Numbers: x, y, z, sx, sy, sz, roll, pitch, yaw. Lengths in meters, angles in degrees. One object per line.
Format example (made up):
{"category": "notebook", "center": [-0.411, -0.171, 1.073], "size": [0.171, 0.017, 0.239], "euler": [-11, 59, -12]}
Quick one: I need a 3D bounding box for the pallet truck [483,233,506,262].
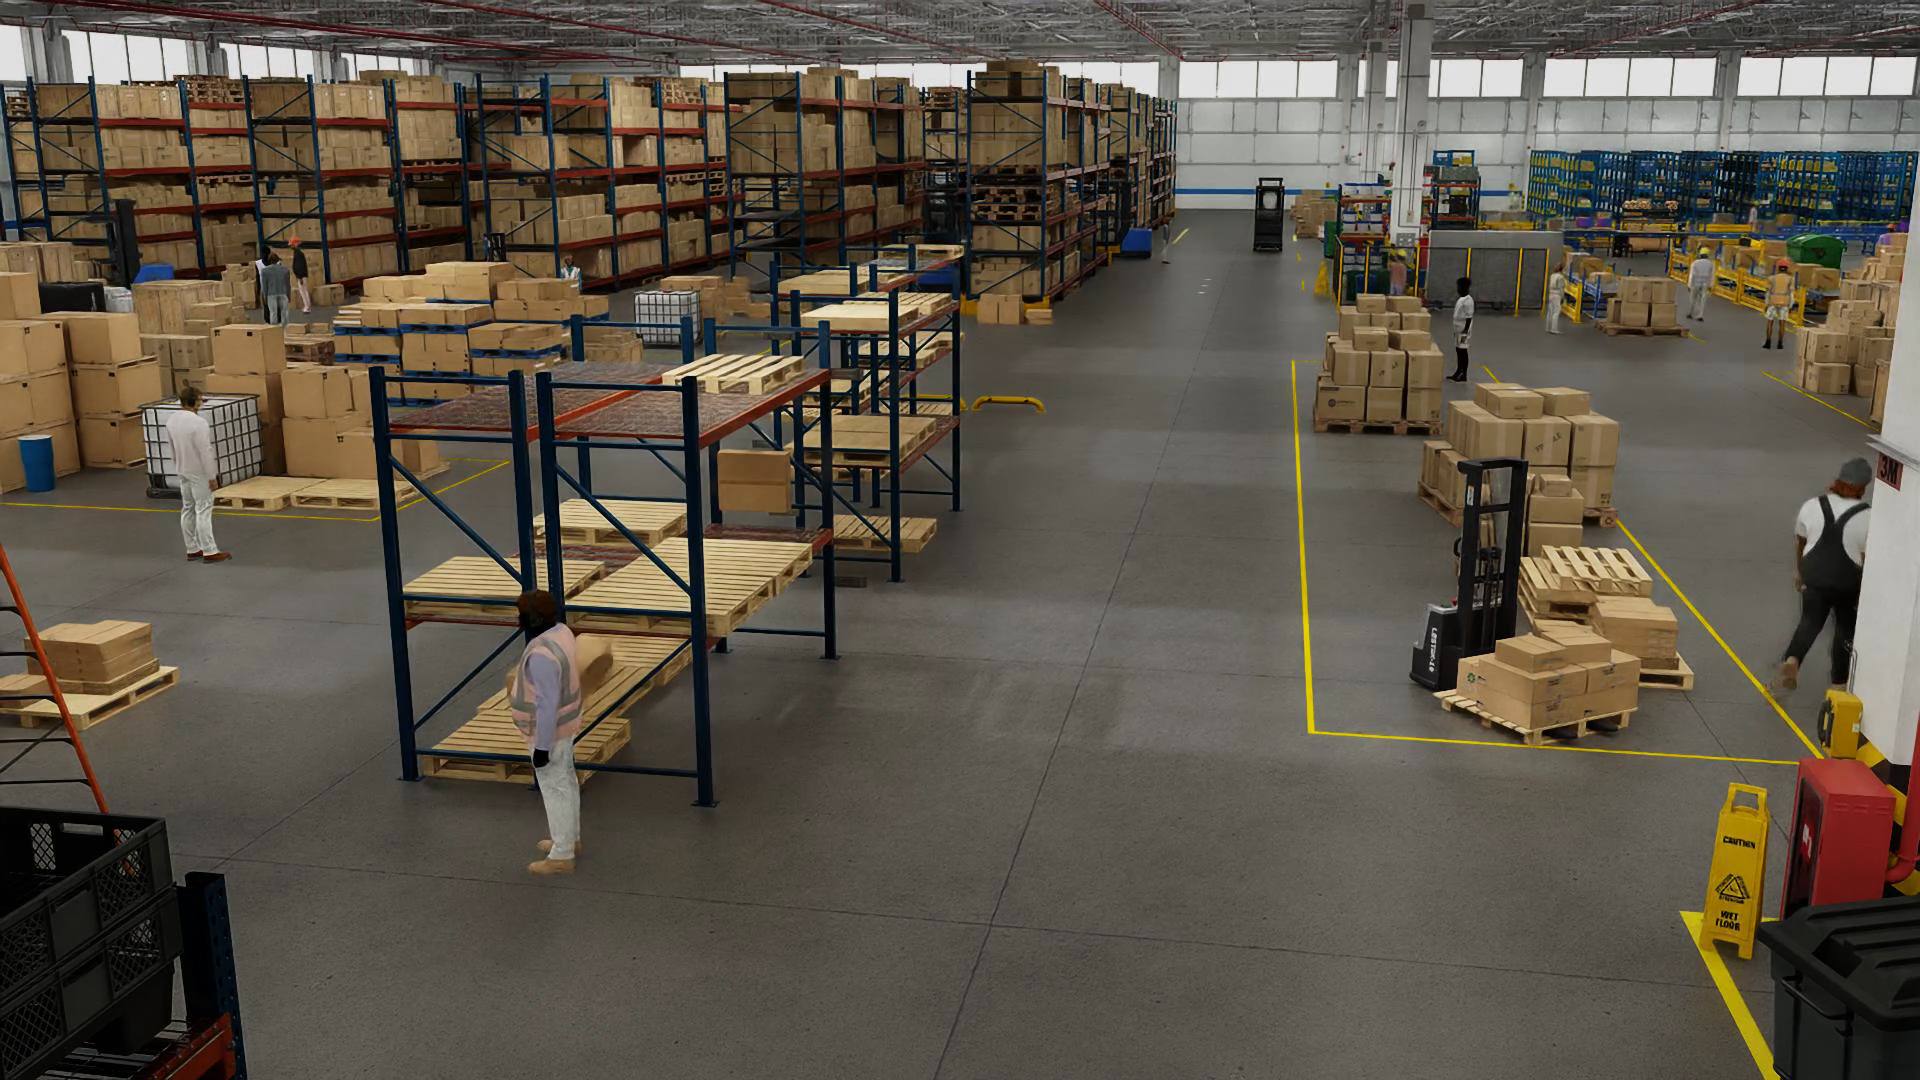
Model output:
{"category": "pallet truck", "center": [-11.832, -7.026, 43.548], "size": [1.885, 1.965, 0.823], "euler": [8, 16, 28]}

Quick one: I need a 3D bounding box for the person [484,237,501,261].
{"category": "person", "center": [-14.156, -8.635, 50.433], "size": [0.619, 1.836, 0.431], "euler": [-13, 19, -43]}

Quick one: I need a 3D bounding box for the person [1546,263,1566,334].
{"category": "person", "center": [13.777, -5.581, 38.420], "size": [0.311, 1.636, 0.523], "euler": [-3, 14, -13]}

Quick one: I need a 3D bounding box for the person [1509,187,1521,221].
{"category": "person", "center": [28.742, -17.421, 86.255], "size": [0.625, 1.767, 0.943], "euler": [-1, 14, -4]}

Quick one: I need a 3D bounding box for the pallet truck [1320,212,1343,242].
{"category": "pallet truck", "center": [15.874, -13.227, 70.310], "size": [0.680, 1.201, 1.601], "euler": [10, 17, 35]}

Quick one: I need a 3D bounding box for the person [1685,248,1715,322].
{"category": "person", "center": [18.267, -6.315, 41.085], "size": [0.606, 1.786, 0.912], "euler": [2, 14, 8]}

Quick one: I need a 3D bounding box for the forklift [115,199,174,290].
{"category": "forklift", "center": [-22.146, -7.687, 44.414], "size": [1.873, 2.768, 1.129], "euler": [-9, 17, -33]}

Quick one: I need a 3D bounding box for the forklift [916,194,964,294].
{"category": "forklift", "center": [-0.590, -8.562, 47.965], "size": [1.129, 2.768, 1.873], "euler": [3, 14, 10]}

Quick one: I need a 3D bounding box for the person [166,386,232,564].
{"category": "person", "center": [-8.281, -0.707, 18.025], "size": [0.627, 1.934, 0.371], "euler": [8, 16, 30]}

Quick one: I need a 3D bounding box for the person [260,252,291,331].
{"category": "person", "center": [-15.416, -5.511, 37.540], "size": [0.630, 1.931, 0.366], "euler": [-10, 17, -36]}

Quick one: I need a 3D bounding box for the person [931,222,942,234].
{"category": "person", "center": [-0.851, -9.612, 54.673], "size": [0.552, 1.682, 0.436], "euler": [2, 14, 9]}

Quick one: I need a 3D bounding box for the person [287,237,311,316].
{"category": "person", "center": [-16.795, -6.694, 42.252], "size": [0.423, 1.982, 0.626], "euler": [-6, 15, -23]}

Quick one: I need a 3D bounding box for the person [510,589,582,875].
{"category": "person", "center": [-2.601, 1.197, 10.486], "size": [0.429, 1.840, 0.632], "euler": [-1, 14, -3]}

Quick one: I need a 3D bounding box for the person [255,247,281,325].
{"category": "person", "center": [-16.465, -6.032, 39.672], "size": [0.596, 1.918, 0.381], "euler": [-4, 14, -14]}

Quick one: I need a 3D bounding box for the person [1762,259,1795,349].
{"category": "person", "center": [17.615, -5.078, 35.799], "size": [0.544, 1.926, 0.403], "euler": [4, 14, 17]}

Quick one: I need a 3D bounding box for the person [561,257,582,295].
{"category": "person", "center": [-9.404, -6.037, 40.285], "size": [0.522, 1.631, 0.324], "euler": [0, 14, 1]}

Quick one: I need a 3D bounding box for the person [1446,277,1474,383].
{"category": "person", "center": [9.339, -3.910, 30.959], "size": [0.367, 1.967, 0.607], "euler": [0, 14, 0]}

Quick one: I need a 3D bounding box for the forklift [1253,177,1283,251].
{"category": "forklift", "center": [12.083, -12.747, 64.956], "size": [1.129, 2.768, 1.873], "euler": [3, 14, 10]}

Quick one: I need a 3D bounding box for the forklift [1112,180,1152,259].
{"category": "forklift", "center": [6.082, -11.722, 60.796], "size": [1.873, 2.768, 1.129], "euler": [2, 14, 9]}

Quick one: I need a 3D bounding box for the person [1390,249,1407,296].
{"category": "person", "center": [10.817, -6.279, 40.990], "size": [0.326, 1.767, 0.533], "euler": [-8, 16, -29]}

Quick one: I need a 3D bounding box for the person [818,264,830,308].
{"category": "person", "center": [-3.044, -5.329, 37.275], "size": [0.318, 1.695, 0.539], "euler": [0, 14, 0]}

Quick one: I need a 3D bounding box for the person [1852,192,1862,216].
{"category": "person", "center": [42.772, -15.701, 79.188], "size": [0.977, 1.788, 0.593], "euler": [4, 14, 17]}

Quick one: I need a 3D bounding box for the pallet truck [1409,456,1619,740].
{"category": "pallet truck", "center": [4.504, 0.400, 13.395], "size": [0.823, 1.965, 1.885], "euler": [-6, 15, -23]}

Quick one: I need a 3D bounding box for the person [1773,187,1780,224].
{"category": "person", "center": [40.638, -16.710, 82.889], "size": [0.392, 1.985, 0.609], "euler": [5, 15, 20]}

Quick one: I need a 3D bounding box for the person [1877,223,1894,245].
{"category": "person", "center": [27.845, -8.559, 50.005], "size": [0.556, 1.881, 0.980], "euler": [6, 15, 22]}

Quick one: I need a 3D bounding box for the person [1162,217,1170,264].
{"category": "person", "center": [7.288, -10.580, 58.717], "size": [0.280, 1.636, 0.500], "euler": [0, 14, 0]}

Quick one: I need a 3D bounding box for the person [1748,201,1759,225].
{"category": "person", "center": [33.265, -13.312, 69.647], "size": [0.920, 1.716, 0.552], "euler": [2, 14, 9]}

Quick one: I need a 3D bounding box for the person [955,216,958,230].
{"category": "person", "center": [-0.246, -10.997, 60.517], "size": [0.842, 1.585, 0.503], "euler": [4, 14, 17]}

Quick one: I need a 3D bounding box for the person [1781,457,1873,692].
{"category": "person", "center": [7.192, 0.308, 13.681], "size": [0.741, 2.000, 0.684], "euler": [-12, 18, -40]}
